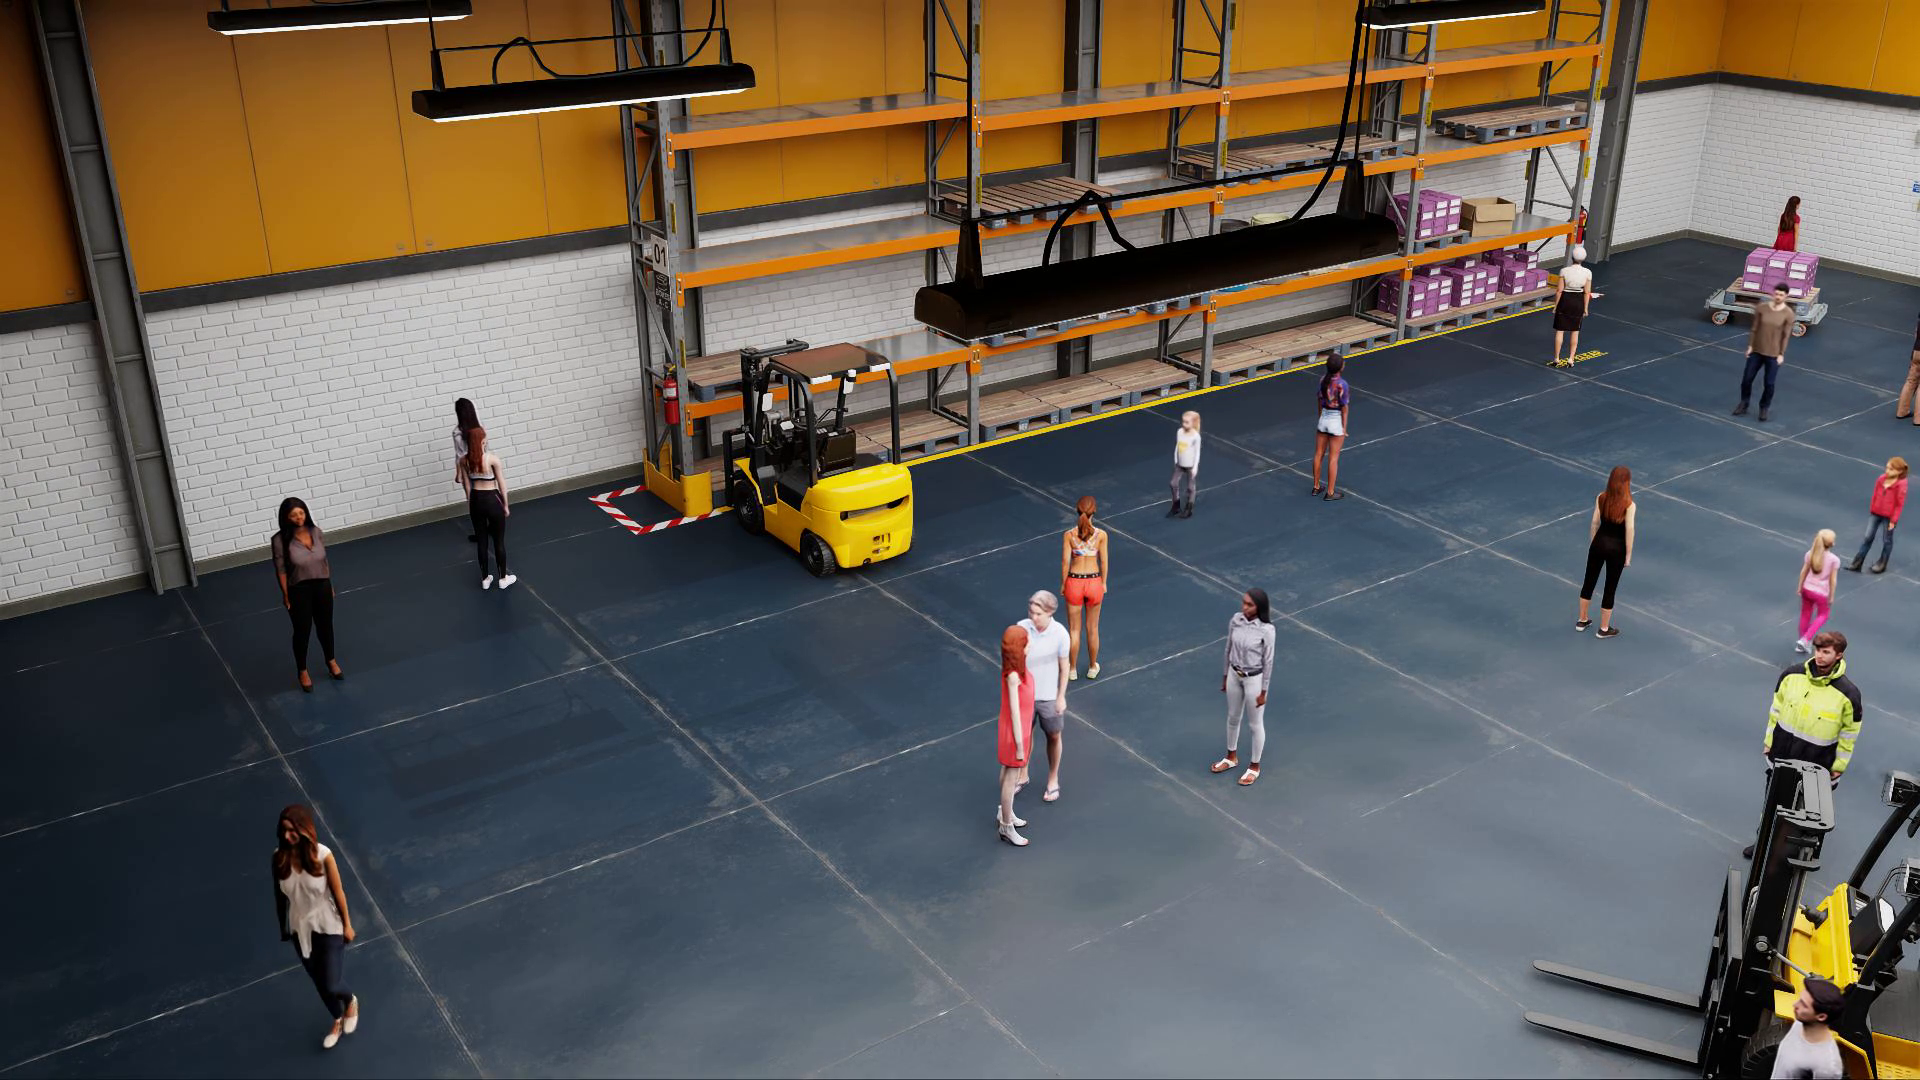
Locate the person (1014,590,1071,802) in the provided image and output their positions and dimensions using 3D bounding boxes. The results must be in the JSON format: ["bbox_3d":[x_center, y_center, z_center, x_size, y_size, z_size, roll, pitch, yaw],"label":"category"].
[{"bbox_3d":[0.647,1.219,13.380,0.742,1.829,0.754,9,25,20],"label":"person"}]

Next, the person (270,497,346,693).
[{"bbox_3d":[-5.927,0.470,15.078,0.762,1.842,0.619,19,30,37],"label":"person"}]

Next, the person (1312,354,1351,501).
[{"bbox_3d":[4.309,-1.329,19.318,0.501,1.741,0.580,-16,28,-33],"label":"person"}]

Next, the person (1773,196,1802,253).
[{"bbox_3d":[13.900,-5.016,27.987,0.625,1.554,0.568,-12,26,-26],"label":"person"}]

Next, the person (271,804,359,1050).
[{"bbox_3d":[-4.081,2.435,10.666,0.737,1.775,0.803,2,24,5],"label":"person"}]

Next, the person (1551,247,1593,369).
[{"bbox_3d":[8.770,-3.338,23.897,0.714,1.754,0.745,7,24,15],"label":"person"}]

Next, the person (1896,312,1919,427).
[{"bbox_3d":[12.633,-2.437,21.728,0.744,1.841,0.770,-4,24,-10],"label":"person"}]

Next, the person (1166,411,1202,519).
[{"bbox_3d":[2.614,-0.873,18.862,0.563,1.272,0.627,21,31,39],"label":"person"}]

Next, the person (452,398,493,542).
[{"bbox_3d":[-5.314,-0.775,18.189,0.740,1.631,0.611,12,26,25],"label":"person"}]

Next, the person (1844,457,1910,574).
[{"bbox_3d":[9.735,-0.258,17.423,0.801,1.298,0.589,-12,26,-25],"label":"person"}]

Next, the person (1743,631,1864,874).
[{"bbox_3d":[6.322,1.564,12.401,0.669,1.981,0.795,-19,30,-37],"label":"person"}]

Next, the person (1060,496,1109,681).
[{"bbox_3d":[1.130,0.438,15.215,0.655,1.790,0.743,0,24,0],"label":"person"}]

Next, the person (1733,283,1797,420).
[{"bbox_3d":[10.573,-2.474,21.785,0.770,1.864,0.766,18,29,35],"label":"person"}]

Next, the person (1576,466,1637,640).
[{"bbox_3d":[6.254,0.098,16.075,0.527,1.725,0.587,-18,30,-36],"label":"person"}]

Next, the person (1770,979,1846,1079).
[{"bbox_3d":[4.470,3.149,8.923,0.783,1.862,0.729,4,24,8],"label":"person"}]

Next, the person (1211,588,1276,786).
[{"bbox_3d":[2.352,1.172,13.618,0.548,1.724,0.614,-20,31,-39],"label":"person"}]

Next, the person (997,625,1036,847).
[{"bbox_3d":[0.413,1.480,12.787,0.693,1.827,0.675,0,24,0],"label":"person"}]

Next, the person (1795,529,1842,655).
[{"bbox_3d":[8.076,0.502,15.723,0.613,1.266,0.521,-18,29,-35],"label":"person"}]

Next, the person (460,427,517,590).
[{"bbox_3d":[-4.851,-0.329,17.030,0.651,1.742,0.728,2,24,4],"label":"person"}]
